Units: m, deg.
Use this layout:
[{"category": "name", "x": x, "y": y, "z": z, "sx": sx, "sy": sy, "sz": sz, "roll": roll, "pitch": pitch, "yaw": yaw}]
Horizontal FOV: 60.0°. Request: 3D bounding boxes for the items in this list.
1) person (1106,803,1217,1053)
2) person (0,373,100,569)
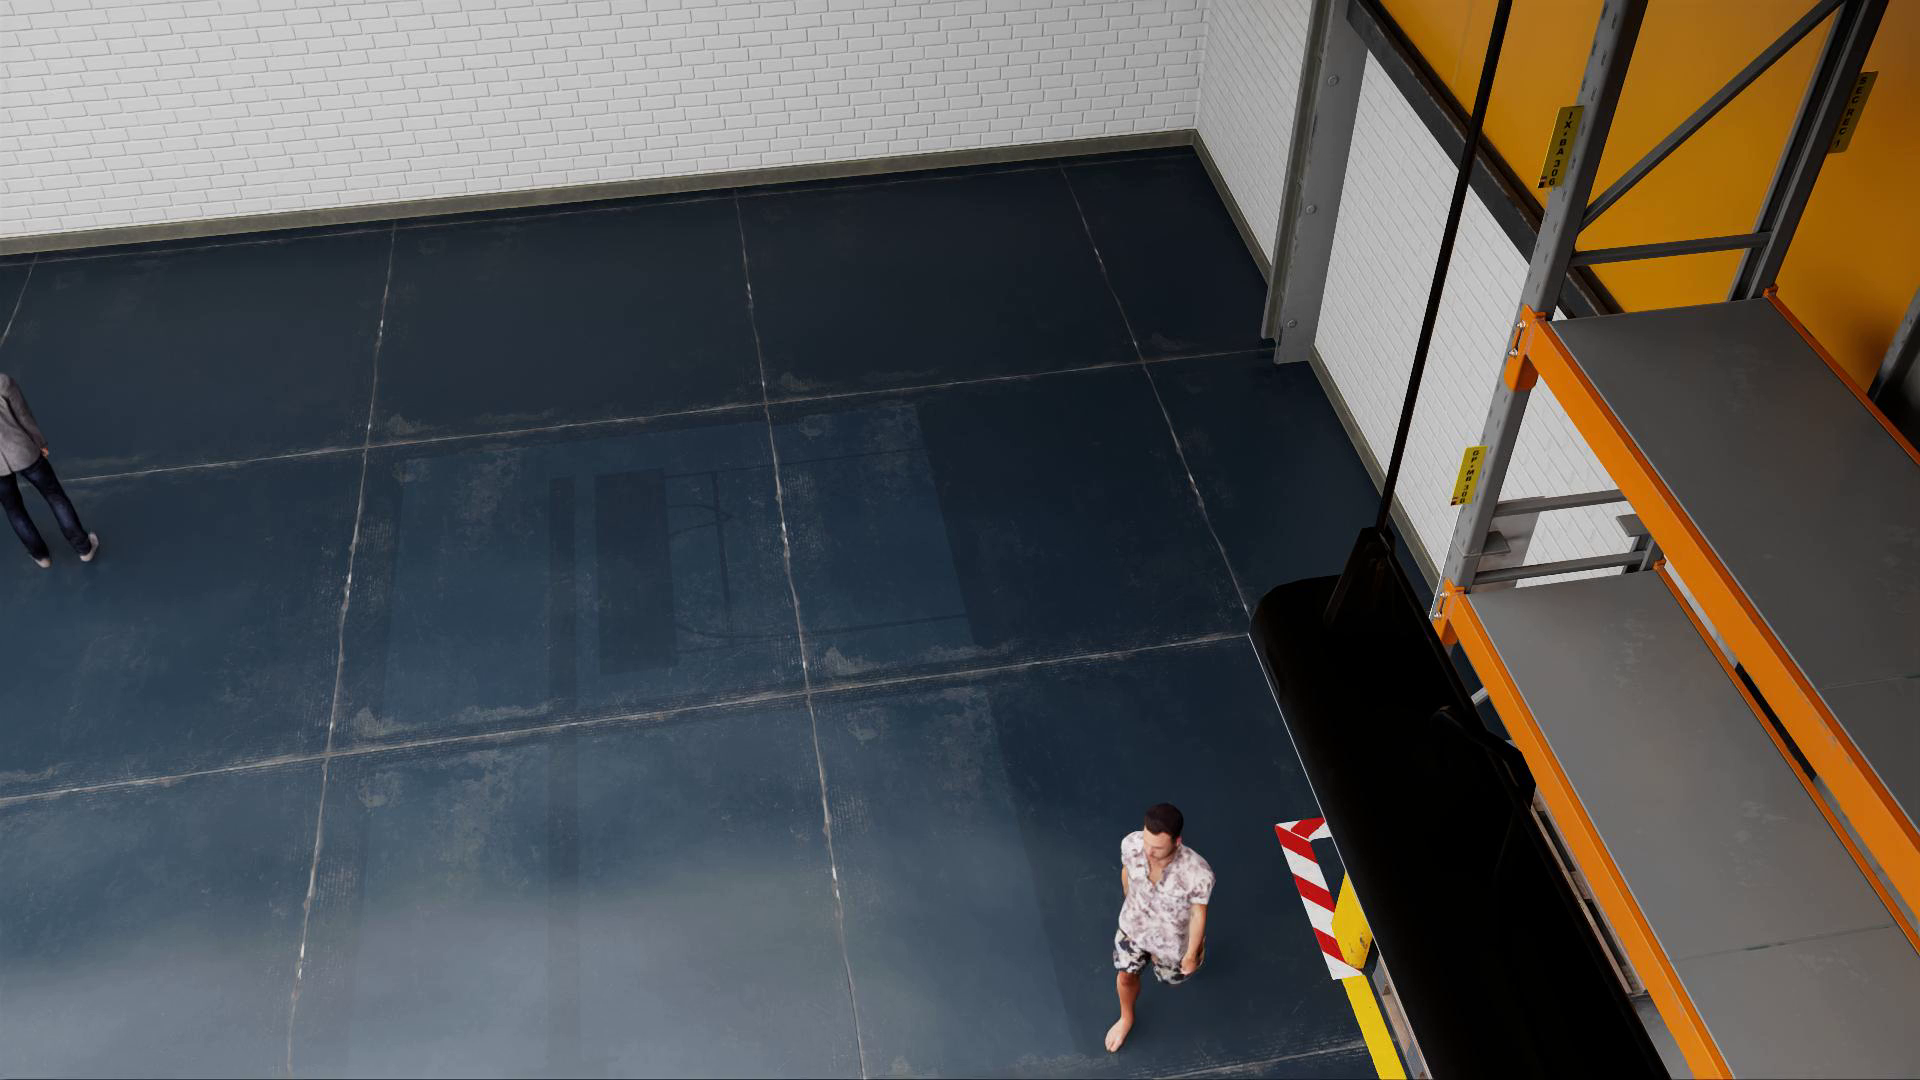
[{"category": "person", "x": 1.065, "y": 1.884, "z": 8.461, "sx": 1.036, "sy": 1.790, "sz": 1.121, "roll": 23, "pitch": 48, "yaw": 22}, {"category": "person", "x": -6.271, "y": -0.551, "z": 10.956, "sx": 0.781, "sy": 1.874, "sz": 0.758, "roll": -21, "pitch": 48, "yaw": -21}]
